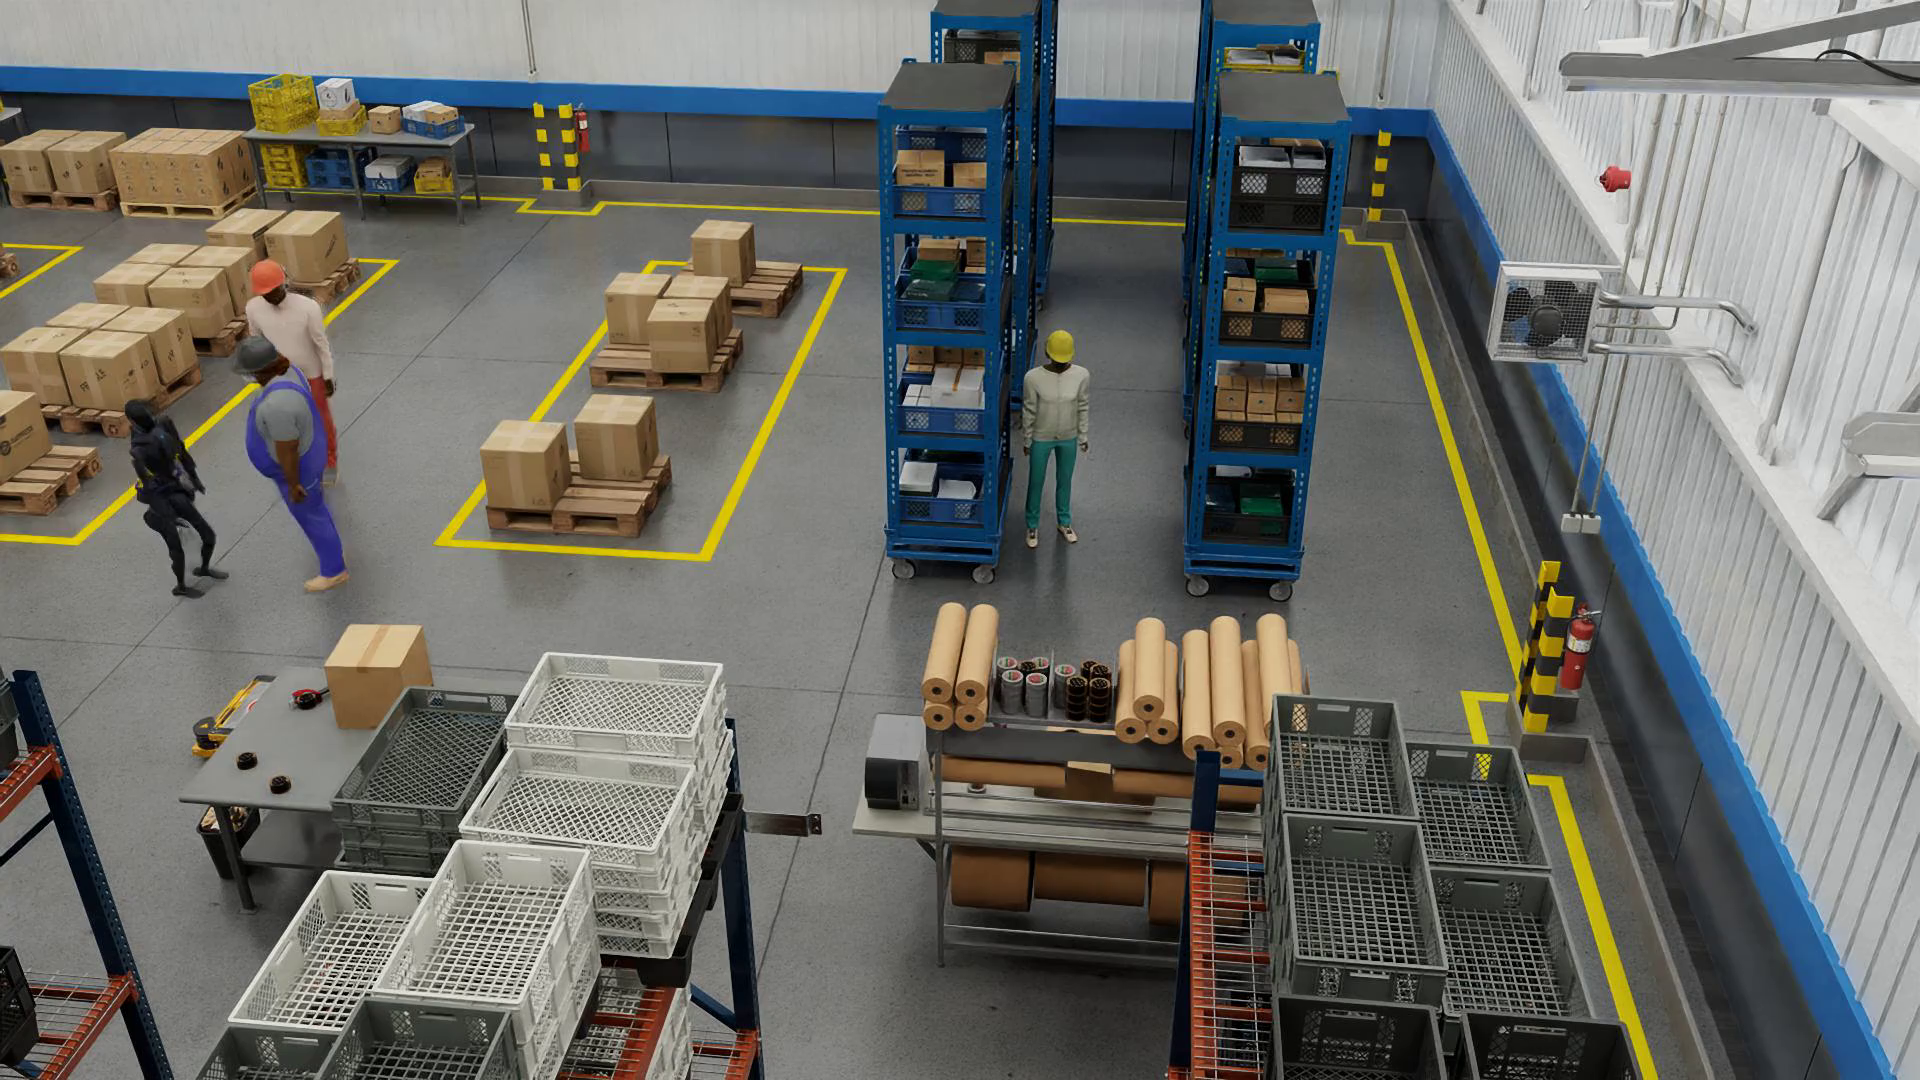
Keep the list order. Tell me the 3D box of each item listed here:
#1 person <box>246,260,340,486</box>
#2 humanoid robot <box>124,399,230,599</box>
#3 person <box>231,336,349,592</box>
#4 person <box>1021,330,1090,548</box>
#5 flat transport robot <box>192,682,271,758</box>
[{"bbox_3d":[-5.297,-1.323,13.259,0.645,1.962,0.472,-1,30,-1],"label":"person"},{"bbox_3d":[-5.569,-0.309,11.824,0.431,1.626,0.660,6,31,11],"label":"humanoid robot"},{"bbox_3d":[-4.799,-0.581,11.913,0.537,2.000,0.740,-6,31,-9],"label":"person"},{"bbox_3d":[0.717,-0.765,12.506,0.522,1.760,0.323,-7,31,-11],"label":"person"},{"bbox_3d":[-4.089,1.163,10.648,1.431,0.197,0.652,3,30,6],"label":"flat transport robot"}]
